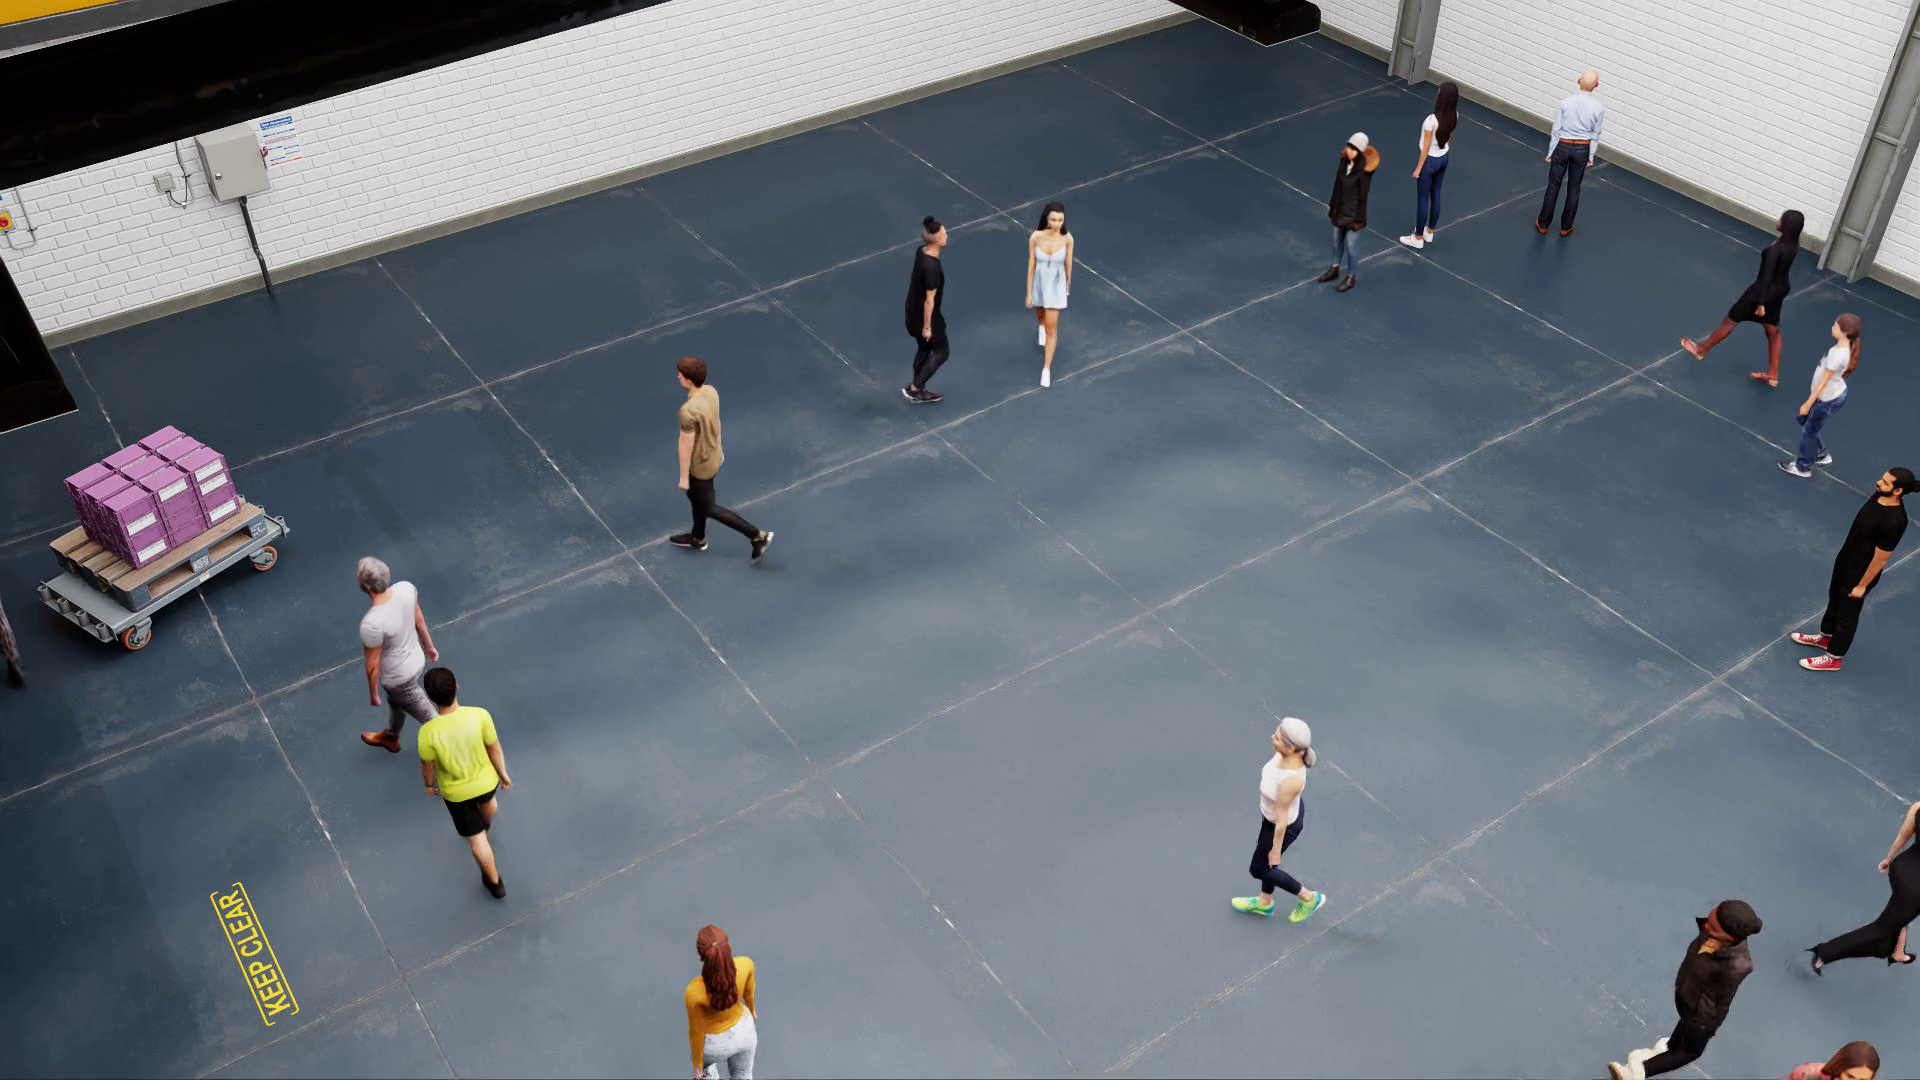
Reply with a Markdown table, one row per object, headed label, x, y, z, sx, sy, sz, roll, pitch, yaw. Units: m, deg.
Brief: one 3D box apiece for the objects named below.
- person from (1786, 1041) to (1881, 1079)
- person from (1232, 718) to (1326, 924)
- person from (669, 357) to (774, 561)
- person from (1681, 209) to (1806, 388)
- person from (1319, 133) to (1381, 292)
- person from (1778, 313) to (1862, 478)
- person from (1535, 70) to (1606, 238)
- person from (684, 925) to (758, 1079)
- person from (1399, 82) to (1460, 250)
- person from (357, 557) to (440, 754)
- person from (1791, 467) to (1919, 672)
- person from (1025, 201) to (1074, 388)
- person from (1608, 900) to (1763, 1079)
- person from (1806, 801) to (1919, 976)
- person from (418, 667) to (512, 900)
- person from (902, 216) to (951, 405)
| label | x | y | z | sx | sy | sz | roll | pitch | yaw |
| --- | --- | --- | --- | --- | --- | --- | --- | --- | --- |
| person | 4.355 | 3.025 | 8.511 | 1.134 | 1.662 | 1.017 | 17 | 42 | 20 |
| person | 2.025 | 1.747 | 10.090 | 0.921 | 1.688 | 0.861 | 6 | 39 | 8 |
| person | -1.914 | -0.579 | 12.889 | 1.216 | 1.829 | 1.143 | 7 | 39 | 9 |
| person | 7.345 | -2.151 | 14.984 | 0.696 | 1.672 | 1.162 | -28 | 46 | -31 |
| person | 3.844 | -3.249 | 16.390 | 0.666 | 1.633 | 0.516 | -23 | 44 | -26 |
| person | 7.284 | -1.165 | 13.846 | 0.707 | 1.551 | 0.655 | 26 | 45 | 29 |
| person | 6.324 | -4.002 | 17.205 | 0.717 | 1.792 | 0.796 | 10 | 40 | 12 |
| person | -1.197 | 2.722 | 8.832 | 0.607 | 1.735 | 0.674 | -24 | 44 | -27 |
| person | 4.851 | -3.839 | 17.015 | 0.592 | 1.775 | 0.523 | -26 | 46 | -29 |
| person | -3.631 | 0.894 | 11.080 | 1.290 | 1.785 | 1.190 | 9 | 40 | 11 |
| person | 6.485 | 0.192 | 11.980 | 0.785 | 1.758 | 0.725 | 6 | 39 | 8 |
| person | 0.802 | -2.347 | 15.222 | 1.067 | 1.680 | 1.211 | 3 | 39 | 4 |
| person | 3.940 | 2.518 | 9.151 | 0.919 | 1.654 | 0.899 | 11 | 40 | 13 |
| person | 5.536 | 2.038 | 9.822 | 0.947 | 1.569 | 1.034 | -1 | 39 | -1 |
| person | -3.027 | 1.548 | 10.356 | 0.687 | 1.668 | 1.065 | -20 | 43 | -23 |
| person | -0.371 | -1.979 | 14.625 | 0.888 | 1.850 | 0.763 | -5 | 39 | -6 |
